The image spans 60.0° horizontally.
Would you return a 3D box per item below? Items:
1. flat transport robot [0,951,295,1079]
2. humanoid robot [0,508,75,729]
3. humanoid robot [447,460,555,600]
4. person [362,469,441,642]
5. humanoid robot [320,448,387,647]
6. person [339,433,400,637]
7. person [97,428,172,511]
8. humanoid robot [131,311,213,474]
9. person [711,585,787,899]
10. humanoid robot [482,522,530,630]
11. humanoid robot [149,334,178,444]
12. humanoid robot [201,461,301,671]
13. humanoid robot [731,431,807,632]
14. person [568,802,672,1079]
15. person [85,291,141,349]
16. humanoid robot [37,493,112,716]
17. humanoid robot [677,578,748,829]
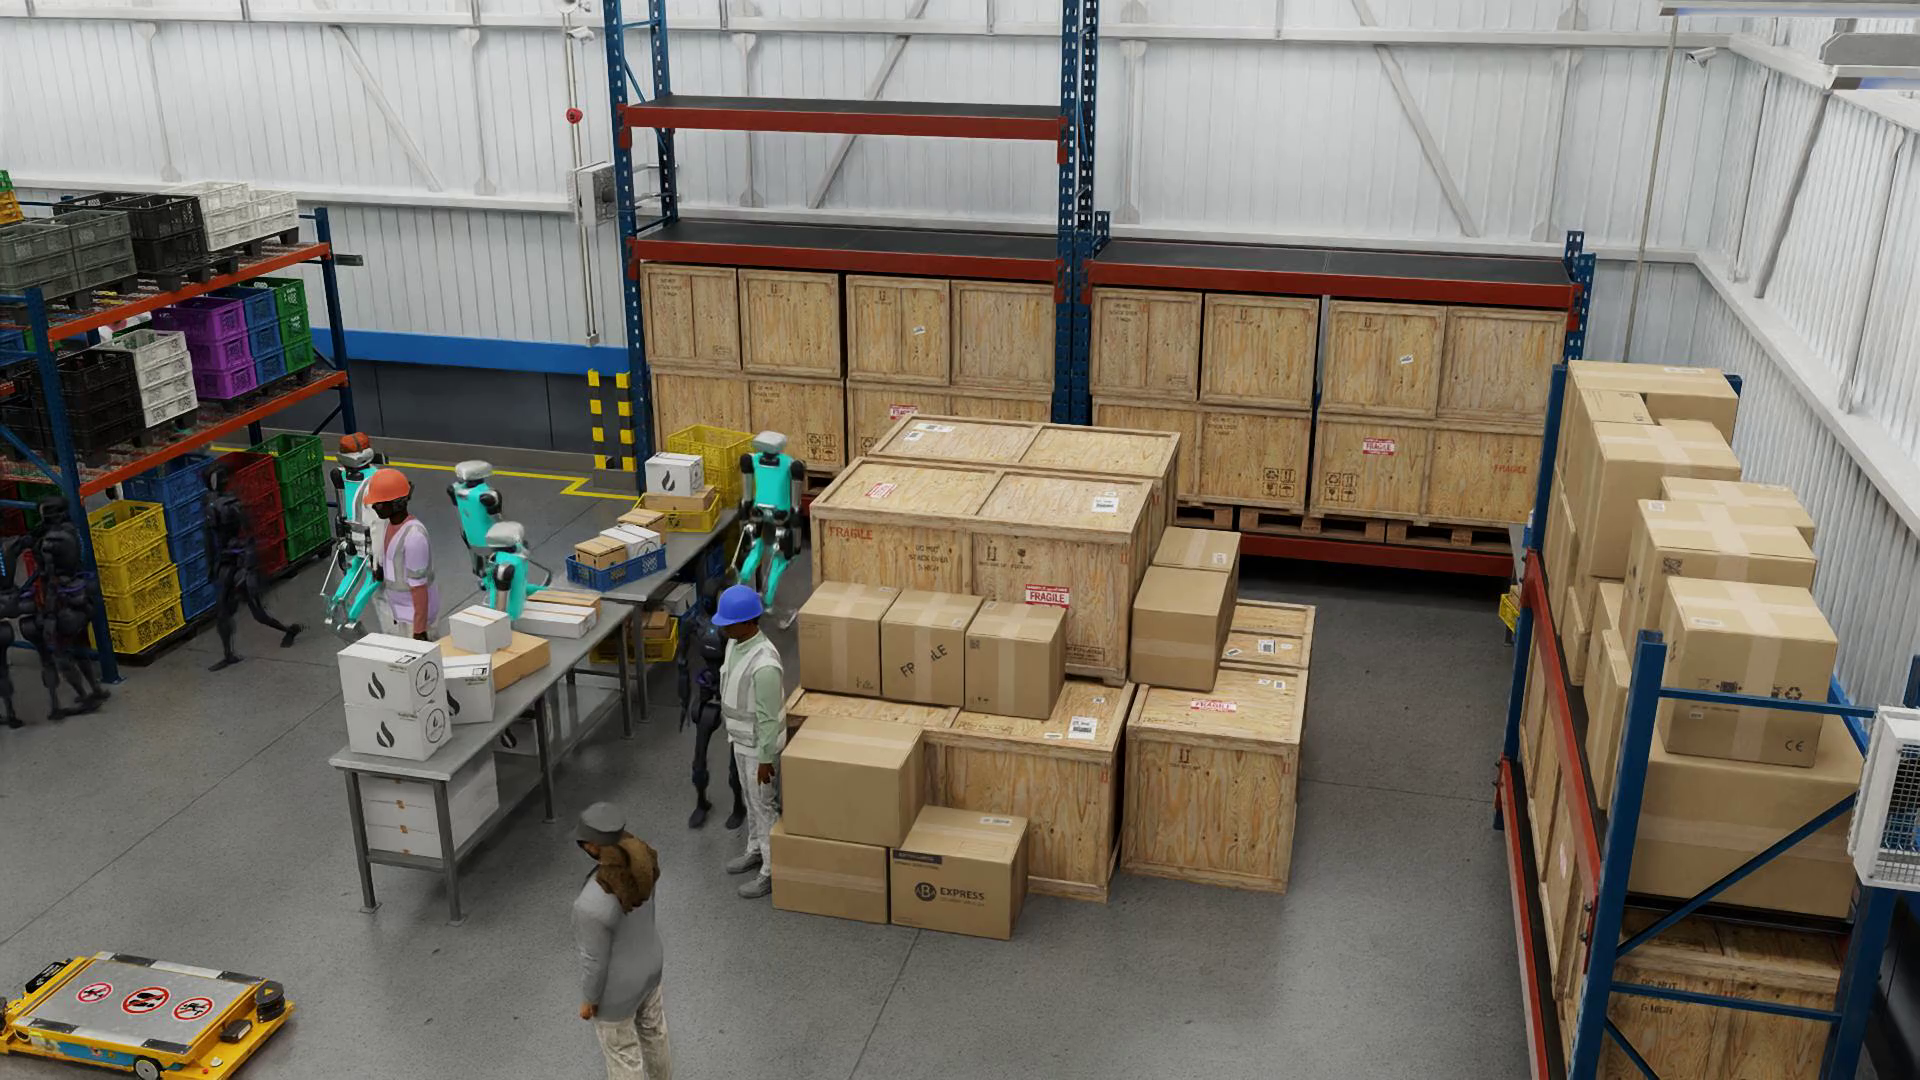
[{"bbox_3d":[-4.270,2.464,8.601,1.431,0.231,0.659,5,22,13],"label":"flat transport robot"},{"bbox_3d":[-6.655,0.532,11.684,0.598,1.640,0.375,-13,25,-31],"label":"humanoid robot"},{"bbox_3d":[-3.333,0.249,12.467,0.565,1.878,0.776,16,26,36],"label":"humanoid robot"},{"bbox_3d":[-3.754,0.483,11.324,0.400,2.035,0.598,-14,25,-32],"label":"person"},{"bbox_3d":[-4.529,0.174,12.345,0.533,1.677,0.735,8,22,21],"label":"humanoid robot"},{"bbox_3d":[-4.428,0.083,12.579,0.349,1.879,0.579,-10,23,-24],"label":"person"},{"bbox_3d":[-7.041,-0.538,14.251,0.430,1.845,0.621,15,26,34],"label":"person"},{"bbox_3d":[-7.775,-1.400,16.624,0.672,1.776,0.549,6,22,15],"label":"humanoid robot"},{"bbox_3d":[-1.211,1.154,9.695,0.411,1.939,0.602,-9,23,-23],"label":"person"},{"bbox_3d":[-3.207,0.755,11.087,0.805,1.825,0.557,-1,21,-3],"label":"humanoid robot"},{"bbox_3d":[-7.878,-1.287,16.441,0.427,1.648,0.598,7,22,18],"label":"humanoid robot"},{"bbox_3d":[-5.492,0.162,12.720,0.608,1.647,0.729,13,24,30],"label":"humanoid robot"},{"bbox_3d":[-1.519,0.076,12.772,0.545,1.752,0.956,6,22,16],"label":"humanoid robot"},{"bbox_3d":[-1.559,2.006,7.701,0.402,1.764,0.563,7,22,19],"label":"person"},{"bbox_3d":[-8.722,-1.720,17.354,0.404,1.831,0.599,17,27,37],"label":"person"},{"bbox_3d":[-6.362,0.455,11.883,0.335,1.653,0.585,-3,21,-7],"label":"humanoid robot"},{"bbox_3d":[-1.484,1.023,10.390,0.585,1.655,0.335,4,21,11],"label":"humanoid robot"}]
